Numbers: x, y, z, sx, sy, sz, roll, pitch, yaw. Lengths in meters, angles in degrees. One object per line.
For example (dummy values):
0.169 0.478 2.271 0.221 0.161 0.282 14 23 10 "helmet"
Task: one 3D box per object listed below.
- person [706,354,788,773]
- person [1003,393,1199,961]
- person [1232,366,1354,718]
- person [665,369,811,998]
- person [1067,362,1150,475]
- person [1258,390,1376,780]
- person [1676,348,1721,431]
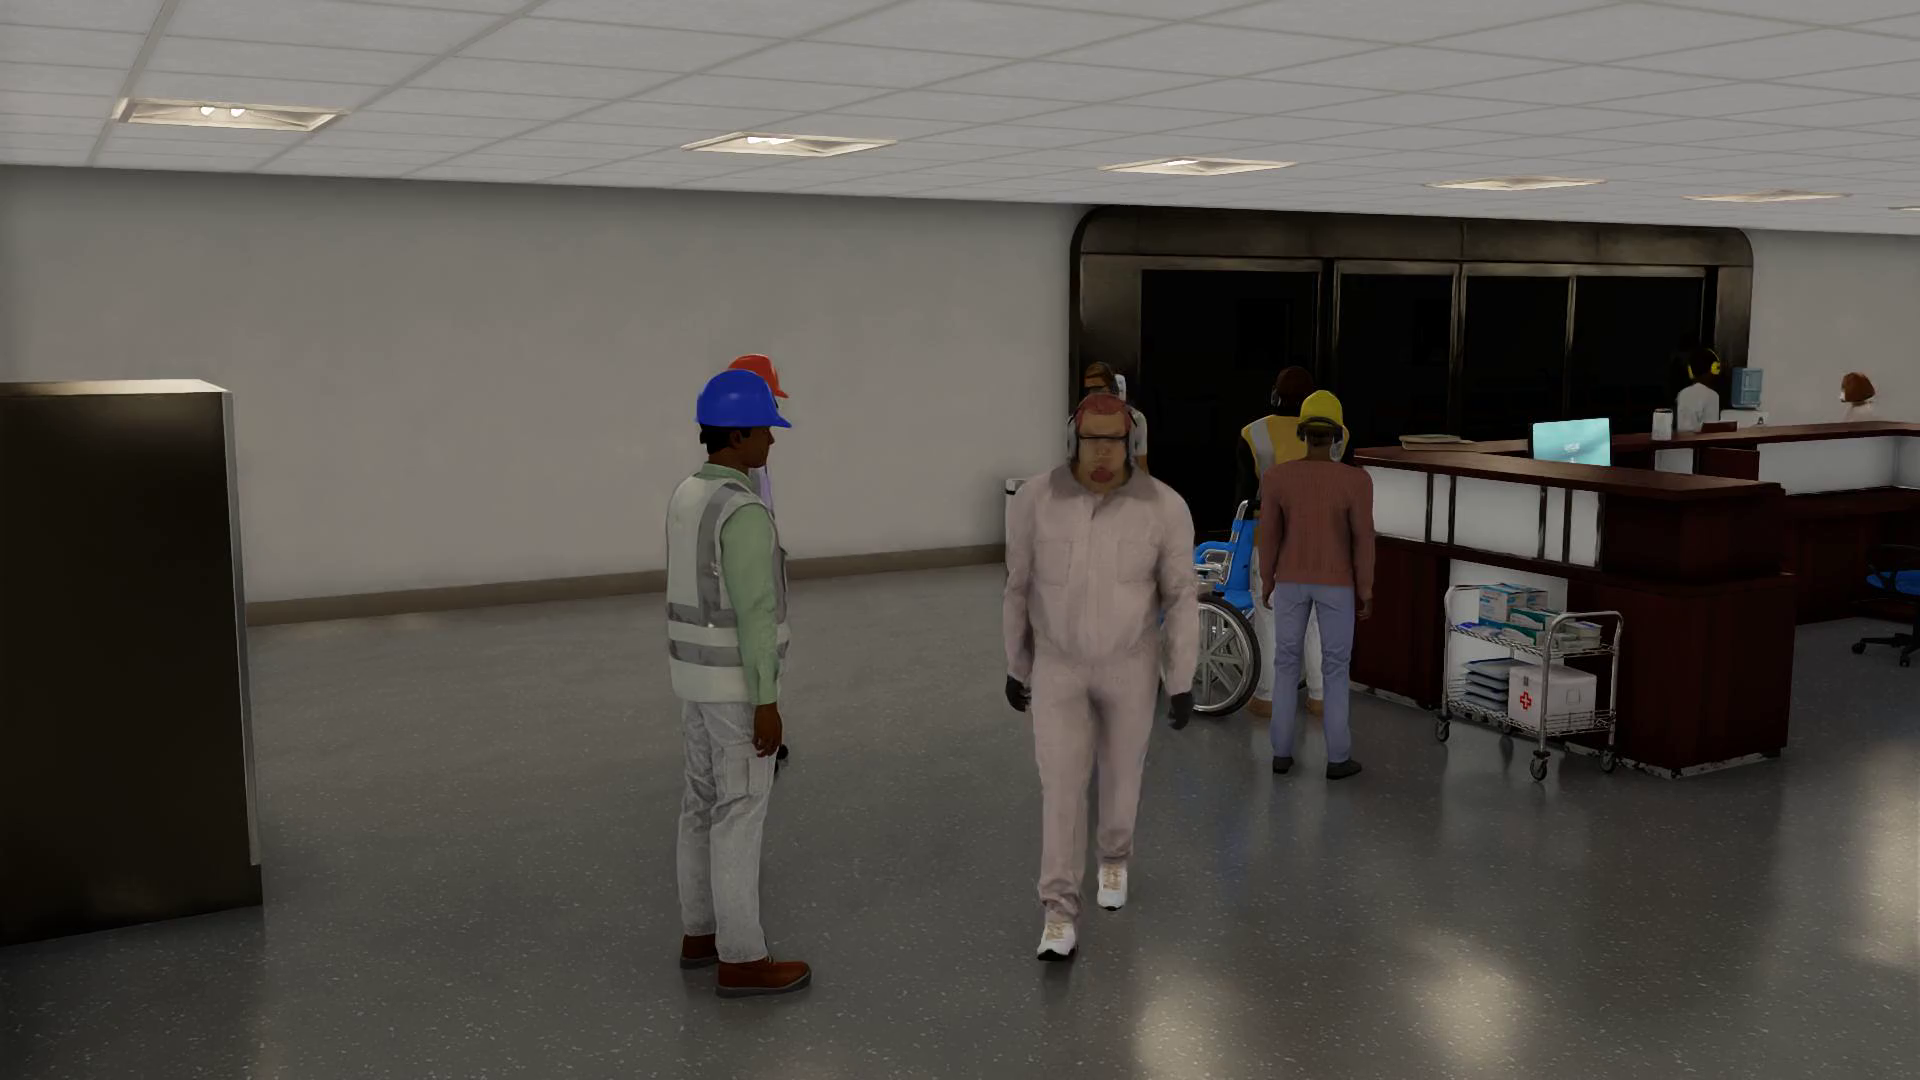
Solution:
-0.977 0.114 7.661 0.390 1.929 0.545 0 8 1 "person"
0.472 0.433 5.624 0.662 1.848 0.977 0 8 4 "person"
1.726 0.013 8.702 0.634 1.841 0.429 0 8 -3 "person"
-0.712 0.441 5.218 0.396 1.946 0.617 -5 9 -30 "person"
0.936 -0.209 10.396 0.549 1.815 0.503 3 8 18 "person"
1.626 0.205 7.586 0.533 1.768 0.313 4 9 26 "person"
5.734 -0.540 12.701 0.591 1.840 0.539 -1 8 -10 "person"
